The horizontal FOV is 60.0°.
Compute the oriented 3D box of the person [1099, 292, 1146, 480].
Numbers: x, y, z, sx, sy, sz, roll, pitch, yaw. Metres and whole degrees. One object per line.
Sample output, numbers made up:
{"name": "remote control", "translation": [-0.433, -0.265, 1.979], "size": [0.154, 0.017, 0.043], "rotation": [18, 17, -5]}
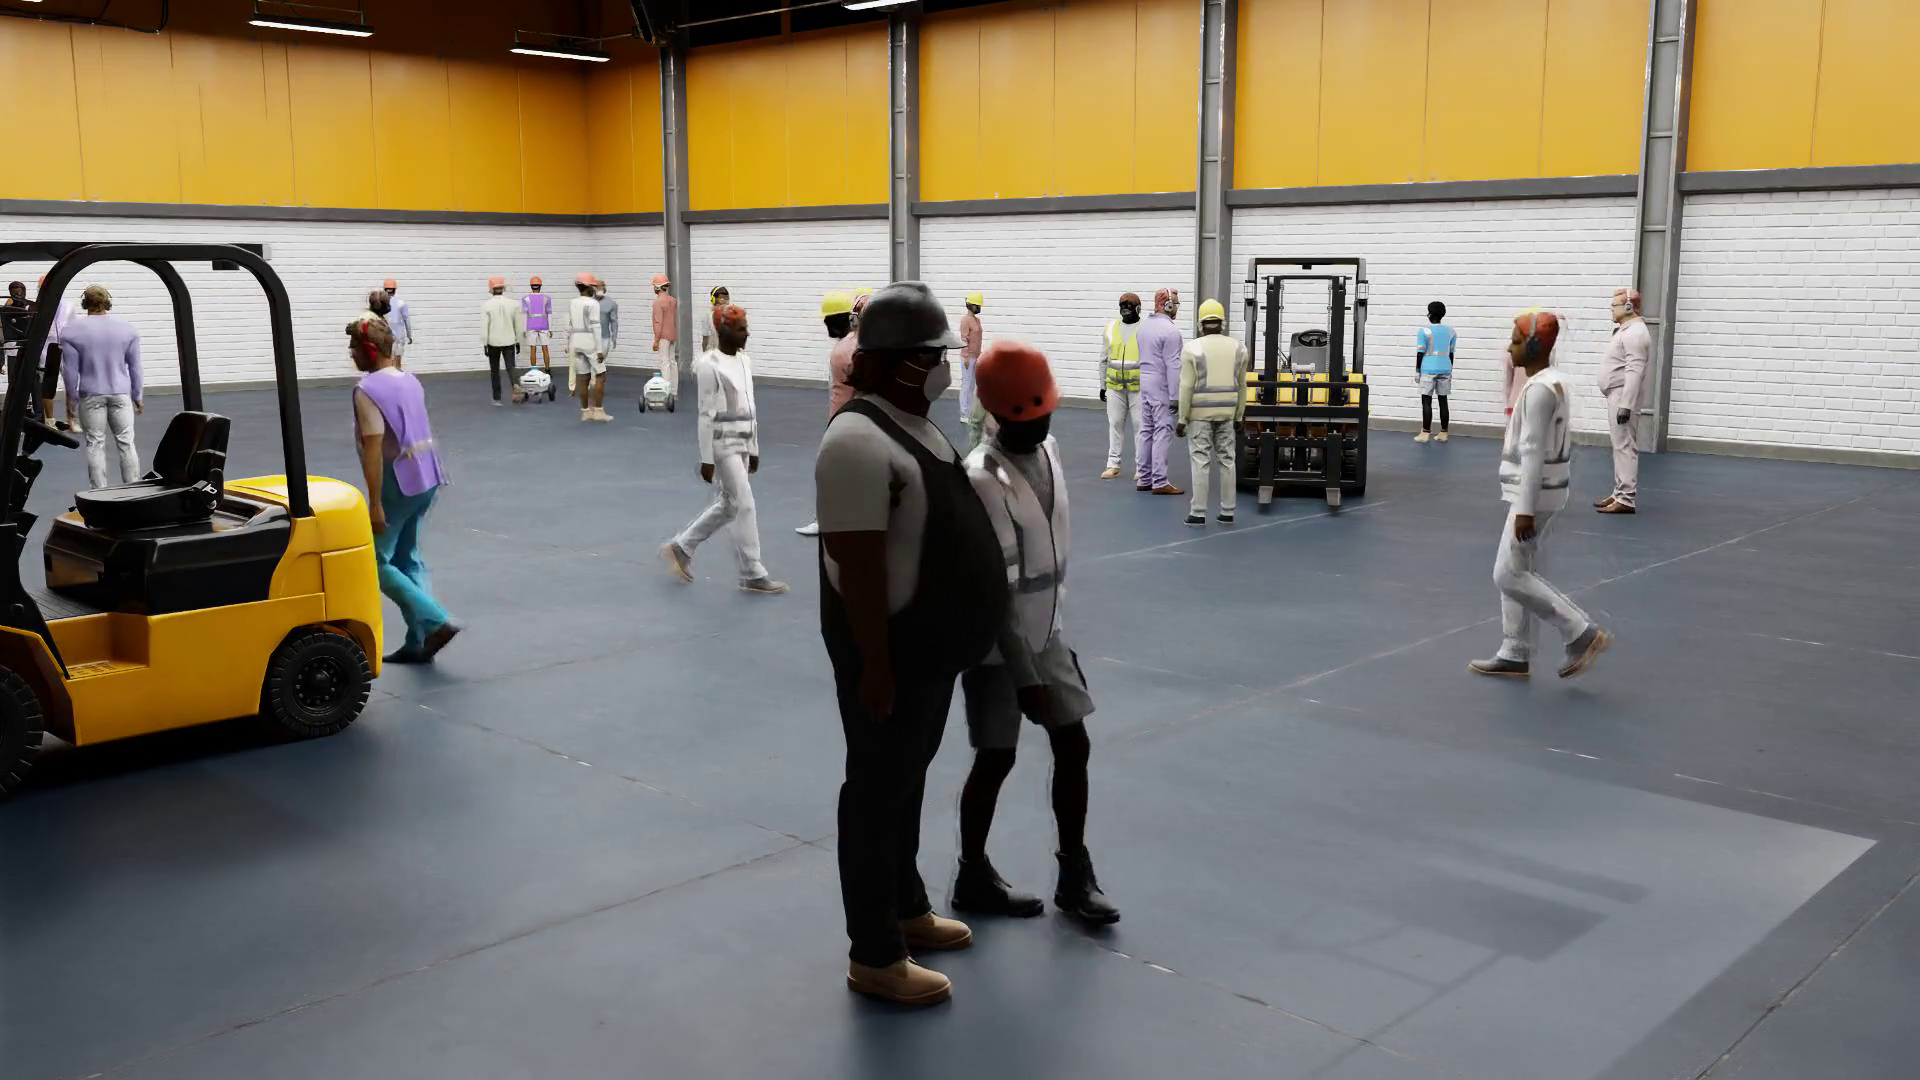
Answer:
{"name": "person", "translation": [1.659, -1.508, 16.367], "size": [0.633, 1.842, 0.429], "rotation": [4, 10, 23]}

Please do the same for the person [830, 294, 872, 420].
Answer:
{"name": "person", "translation": [-0.615, -0.663, 10.991], "size": [0.649, 1.907, 0.409], "rotation": [-8, 12, -41]}

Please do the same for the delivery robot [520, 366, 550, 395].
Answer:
{"name": "delivery robot", "translation": [-6.609, -2.462, 25.866], "size": [0.477, 0.478, 0.707], "rotation": [0, 9, -1]}

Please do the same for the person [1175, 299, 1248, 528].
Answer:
{"name": "person", "translation": [2.002, -1.007, 13.340], "size": [0.600, 1.829, 0.404], "rotation": [-3, 10, -19]}

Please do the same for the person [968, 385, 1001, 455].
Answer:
{"name": "person", "translation": [0.332, -0.531, 11.115], "size": [0.533, 1.587, 0.887], "rotation": [-5, 11, -29]}

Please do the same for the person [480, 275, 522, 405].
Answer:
{"name": "person", "translation": [-6.897, -2.992, 25.050], "size": [0.627, 1.978, 0.743], "rotation": [-6, 11, -31]}

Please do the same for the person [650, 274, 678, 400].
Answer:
{"name": "person", "translation": [-4.632, -3.153, 25.981], "size": [0.388, 1.996, 0.612], "rotation": [3, 10, 18]}

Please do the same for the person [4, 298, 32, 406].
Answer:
{"name": "person", "translation": [-14.155, -2.808, 24.973], "size": [0.286, 1.633, 0.499], "rotation": [6, 11, 34]}

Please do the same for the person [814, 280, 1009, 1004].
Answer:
{"name": "person", "translation": [-0.126, 0.276, 4.820], "size": [0.535, 2.000, 0.674], "rotation": [2, 9, 11]}

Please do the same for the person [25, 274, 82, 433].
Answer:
{"name": "person", "translation": [-11.277, -2.298, 20.725], "size": [0.537, 2.010, 0.638], "rotation": [8, 12, 42]}

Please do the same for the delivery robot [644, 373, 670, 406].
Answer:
{"name": "delivery robot", "translation": [-4.400, -2.186, 24.170], "size": [0.477, 0.478, 0.707], "rotation": [-1, 9, -7]}

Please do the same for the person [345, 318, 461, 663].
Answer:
{"name": "person", "translation": [-2.891, -0.225, 8.565], "size": [0.482, 1.820, 0.623], "rotation": [1, 9, 7]}

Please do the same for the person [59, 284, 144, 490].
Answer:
{"name": "person", "translation": [-7.391, -1.229, 14.374], "size": [0.643, 1.937, 0.394], "rotation": [-6, 11, -34]}

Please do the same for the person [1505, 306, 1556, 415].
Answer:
{"name": "person", "translation": [4.841, -1.096, 14.097], "size": [0.390, 1.749, 0.539], "rotation": [-5, 11, -29]}

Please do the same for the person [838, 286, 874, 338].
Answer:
{"name": "person", "translation": [-1.317, -2.175, 20.381], "size": [0.930, 1.880, 0.635], "rotation": [8, 12, 39]}

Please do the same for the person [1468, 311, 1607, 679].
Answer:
{"name": "person", "translation": [2.885, -0.199, 8.262], "size": [0.539, 1.864, 0.592], "rotation": [4, 10, 21]}

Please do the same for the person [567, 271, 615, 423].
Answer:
{"name": "person", "translation": [-4.975, -2.582, 22.367], "size": [0.633, 2.037, 0.447], "rotation": [8, 12, 39]}

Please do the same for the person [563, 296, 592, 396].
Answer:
{"name": "person", "translation": [-6.215, -3.164, 27.157], "size": [0.499, 1.634, 0.279], "rotation": [-3, 10, -16]}

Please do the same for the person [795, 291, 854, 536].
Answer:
{"name": "person", "translation": [-0.952, -0.944, 12.720], "size": [0.596, 1.908, 0.637], "rotation": [-2, 10, -14]}

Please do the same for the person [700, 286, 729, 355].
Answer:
{"name": "person", "translation": [-2.919, -2.141, 20.184], "size": [0.329, 1.865, 0.512], "rotation": [6, 11, 32]}

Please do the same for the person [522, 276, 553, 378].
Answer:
{"name": "person", "translation": [-7.958, -3.995, 31.332], "size": [0.551, 1.933, 0.376], "rotation": [-3, 10, -16]}

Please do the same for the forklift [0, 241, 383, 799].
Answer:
{"name": "forklift", "translation": [-3.706, -0.171, 7.093], "size": [1.214, 2.155, 2.313], "rotation": [9, 13, 43]}

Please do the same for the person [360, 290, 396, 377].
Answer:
{"name": "person", "translation": [-6.842, -2.008, 19.496], "size": [0.462, 1.830, 0.641], "rotation": [-1, 9, -4]}

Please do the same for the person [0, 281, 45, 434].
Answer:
{"name": "person", "translation": [-11.659, -2.255, 20.714], "size": [0.591, 1.917, 0.379], "rotation": [-5, 10, -27]}

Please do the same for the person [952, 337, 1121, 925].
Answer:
{"name": "person", "translation": [0.217, 0.315, 5.094], "size": [0.661, 1.874, 0.638], "rotation": [7, 12, 37]}

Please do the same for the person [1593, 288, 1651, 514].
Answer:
{"name": "person", "translation": [5.619, -1.177, 14.141], "size": [0.407, 1.904, 0.654], "rotation": [3, 10, 18]}

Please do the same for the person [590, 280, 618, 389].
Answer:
{"name": "person", "translation": [-5.863, -3.278, 27.060], "size": [0.627, 1.888, 0.944], "rotation": [-4, 10, -25]}

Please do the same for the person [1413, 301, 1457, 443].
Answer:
{"name": "person", "translation": [5.675, -2.004, 19.878], "size": [0.537, 1.691, 0.321], "rotation": [-3, 10, -19]}

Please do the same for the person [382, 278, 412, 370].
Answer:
{"name": "person", "translation": [-9.558, -3.447, 28.088], "size": [0.557, 1.905, 0.836], "rotation": [-2, 9, -9]}

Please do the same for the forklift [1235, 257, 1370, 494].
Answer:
{"name": "forklift", "translation": [3.309, -1.629, 16.029], "size": [1.214, 2.155, 2.313], "rotation": [2, 9, 11]}

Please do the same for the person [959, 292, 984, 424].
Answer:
{"name": "person", "translation": [0.171, -2.443, 22.354], "size": [0.320, 1.762, 0.522], "rotation": [4, 10, 21]}

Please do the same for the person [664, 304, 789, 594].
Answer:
{"name": "person", "translation": [-1.531, -0.587, 10.693], "size": [0.874, 1.856, 0.587], "rotation": [3, 10, 19]}

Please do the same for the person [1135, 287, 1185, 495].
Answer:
{"name": "person", "translation": [1.871, -1.363, 15.312], "size": [0.402, 1.902, 0.640], "rotation": [-4, 10, -22]}

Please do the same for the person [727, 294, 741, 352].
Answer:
{"name": "person", "translation": [-2.850, -2.199, 20.662], "size": [0.456, 1.825, 0.637], "rotation": [-1, 9, -5]}
